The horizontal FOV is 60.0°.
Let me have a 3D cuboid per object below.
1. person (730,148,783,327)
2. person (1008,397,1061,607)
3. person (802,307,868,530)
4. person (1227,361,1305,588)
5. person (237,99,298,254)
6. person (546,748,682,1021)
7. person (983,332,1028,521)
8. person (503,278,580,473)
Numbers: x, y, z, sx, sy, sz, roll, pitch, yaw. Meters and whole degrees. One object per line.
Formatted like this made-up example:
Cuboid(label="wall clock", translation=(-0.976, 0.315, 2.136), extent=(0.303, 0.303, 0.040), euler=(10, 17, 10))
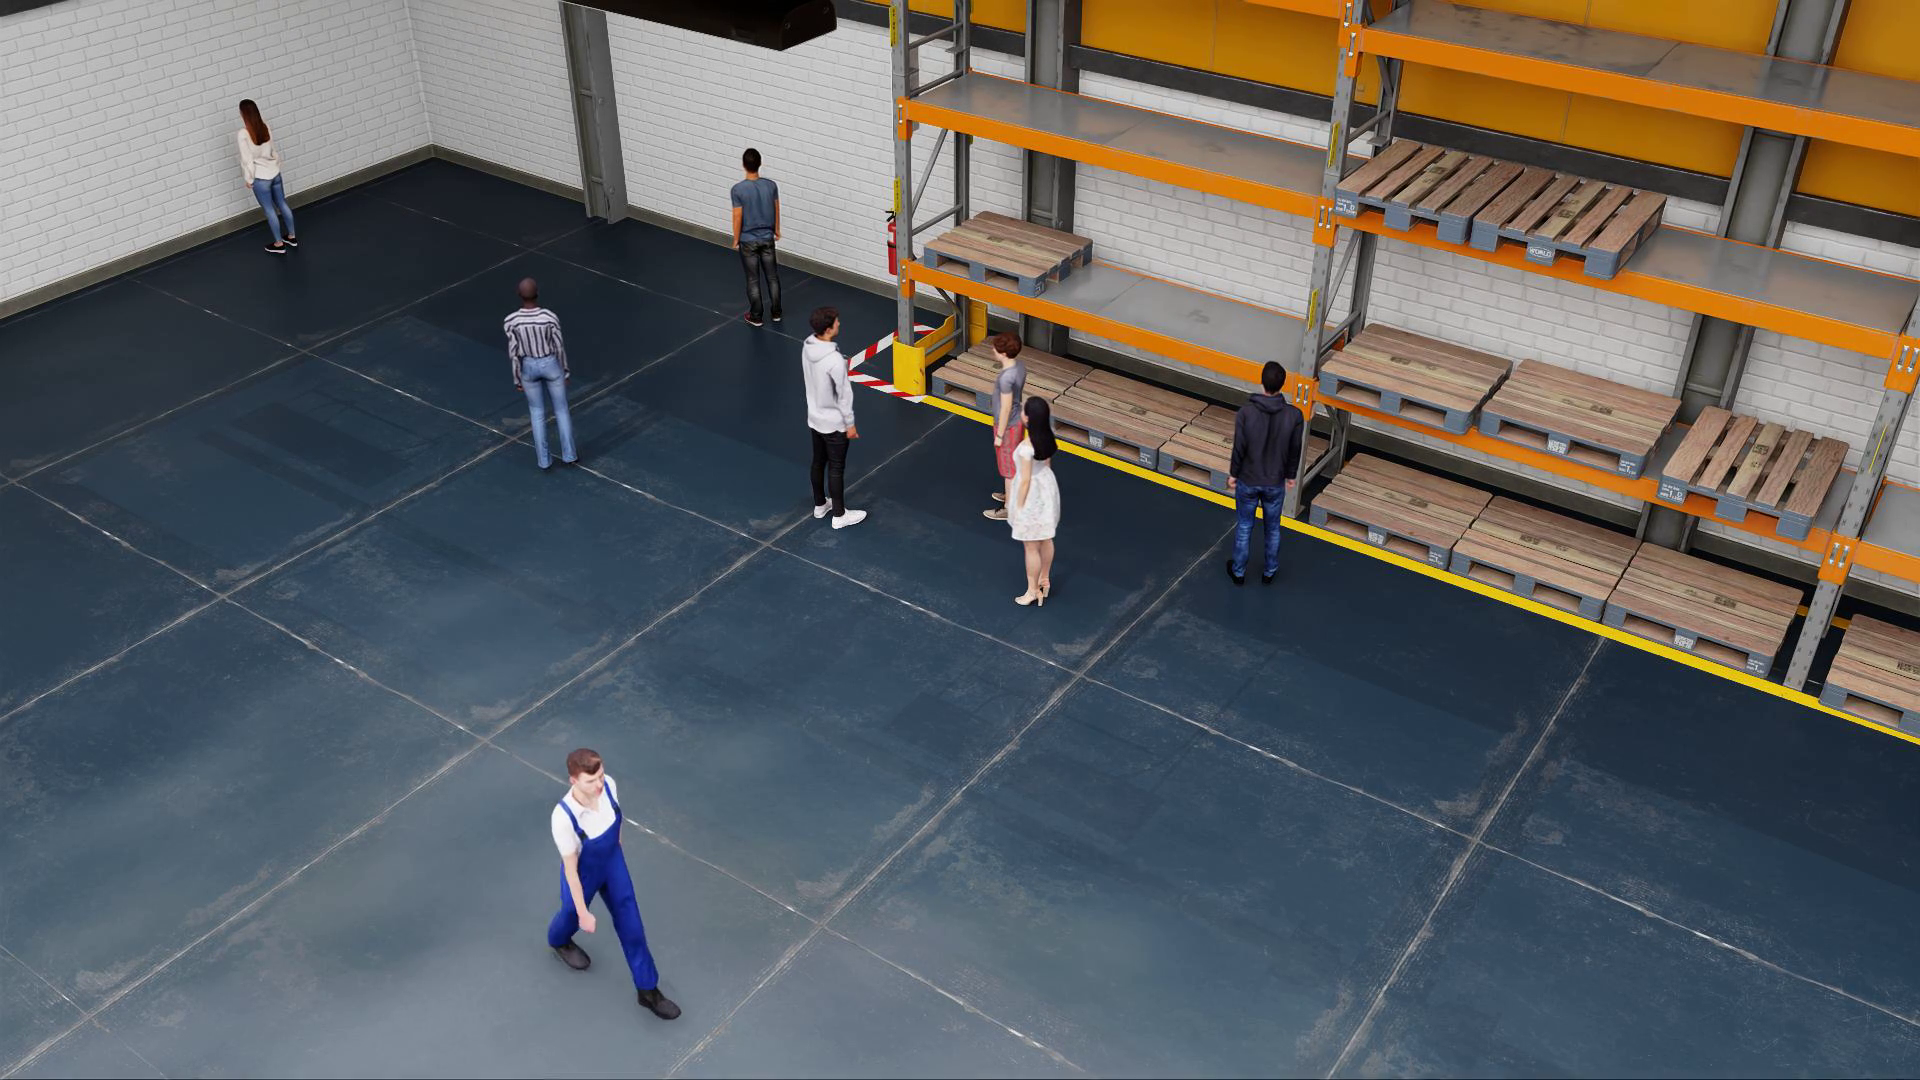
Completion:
Cuboid(label="person", translation=(-2.018, -3.010, 16.545), extent=(0.732, 1.809, 0.705), euler=(-16, 37, -23))
Cuboid(label="person", translation=(0.556, -0.285, 12.476), extent=(0.619, 1.774, 0.637), euler=(21, 39, 28))
Cuboid(label="person", translation=(-1.067, -0.994, 13.402), extent=(0.785, 1.931, 0.610), euler=(-27, 42, -35))
Cuboid(label="person", translation=(2.299, -0.482, 12.665), extent=(0.718, 1.893, 0.825), euler=(0, 34, 0))
Cuboid(label="person", translation=(-7.553, -3.961, 18.082), extent=(0.590, 1.691, 0.639), euler=(16, 37, 22))
Cuboid(label="person", translation=(-2.103, 1.832, 9.258), extent=(1.246, 1.810, 0.656), euler=(22, 40, 30))
Cuboid(label="person", translation=(0.407, -0.939, 13.571), extent=(0.628, 1.651, 0.643), euler=(9, 35, 13))
Cuboid(label="person", translation=(-3.545, -1.393, 14.123), extent=(0.696, 1.795, 0.752), euler=(-6, 34, -9))
